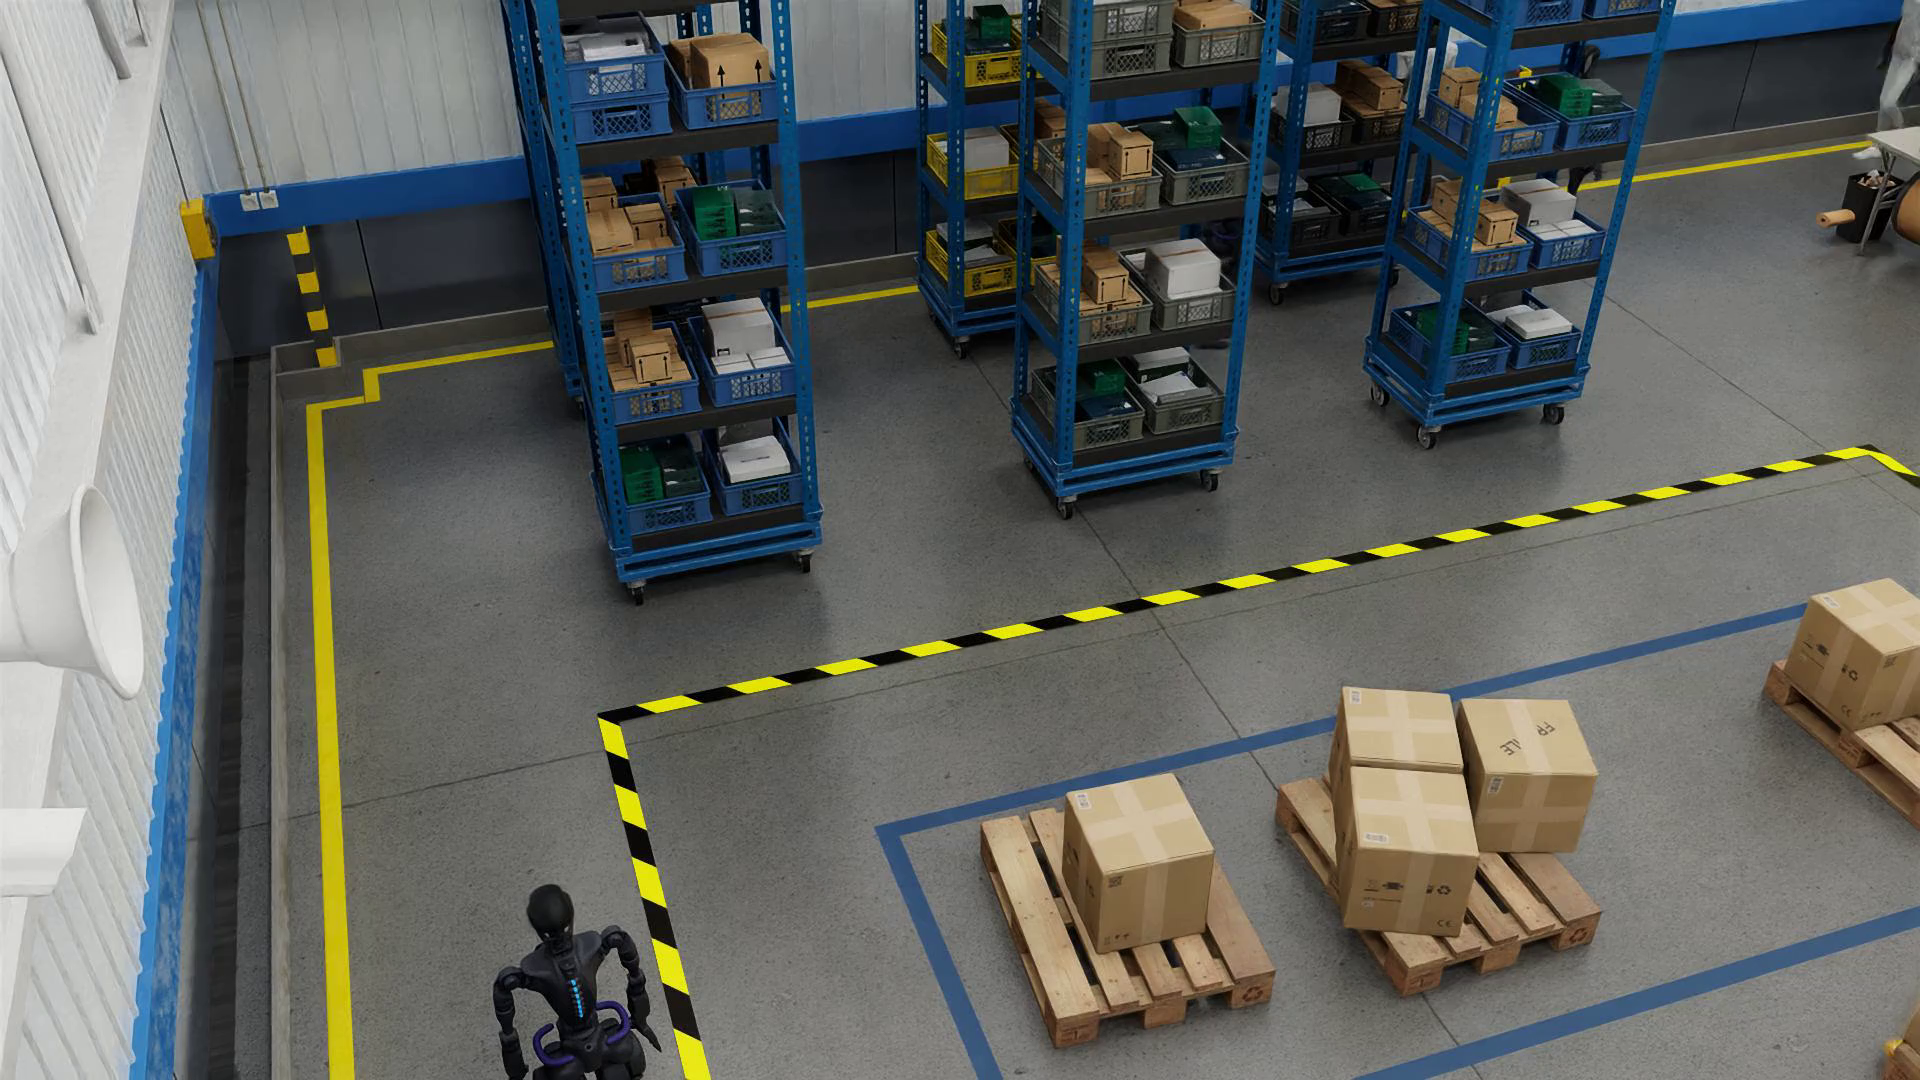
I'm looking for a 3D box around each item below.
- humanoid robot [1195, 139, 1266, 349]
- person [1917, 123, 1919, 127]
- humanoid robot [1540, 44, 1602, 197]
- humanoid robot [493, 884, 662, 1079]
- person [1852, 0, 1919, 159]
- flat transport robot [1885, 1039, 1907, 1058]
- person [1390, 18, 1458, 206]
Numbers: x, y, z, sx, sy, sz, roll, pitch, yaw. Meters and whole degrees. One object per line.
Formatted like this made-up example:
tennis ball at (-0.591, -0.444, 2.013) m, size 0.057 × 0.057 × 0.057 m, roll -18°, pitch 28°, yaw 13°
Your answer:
humanoid robot at (1.865, -2.082, 11.795) m, size 0.443 × 1.632 × 0.621 m, roll -4°, pitch 35°, yaw -5°
person at (8.157, -3.383, 13.525) m, size 0.643 × 1.793 × 0.596 m, roll -15°, pitch 38°, yaw -21°
humanoid robot at (4.877, -3.117, 13.253) m, size 0.341 × 1.652 × 0.610 m, roll -29°, pitch 44°, yaw -34°
humanoid robot at (-1.397, 1.898, 6.132) m, size 0.599 × 1.655 × 0.315 m, roll -18°, pitch 39°, yaw -24°
person at (8.325, -4.235, 14.682) m, size 0.401 × 1.856 × 0.539 m, roll -7°, pitch 36°, yaw -10°
flat transport robot at (4.476, 2.442, 6.569) m, size 0.652 × 0.197 × 1.431 m, roll -11°, pitch 37°, yaw -15°
person at (3.724, -3.469, 13.591) m, size 0.516 × 1.864 × 0.336 m, roll -1°, pitch 35°, yaw -2°
